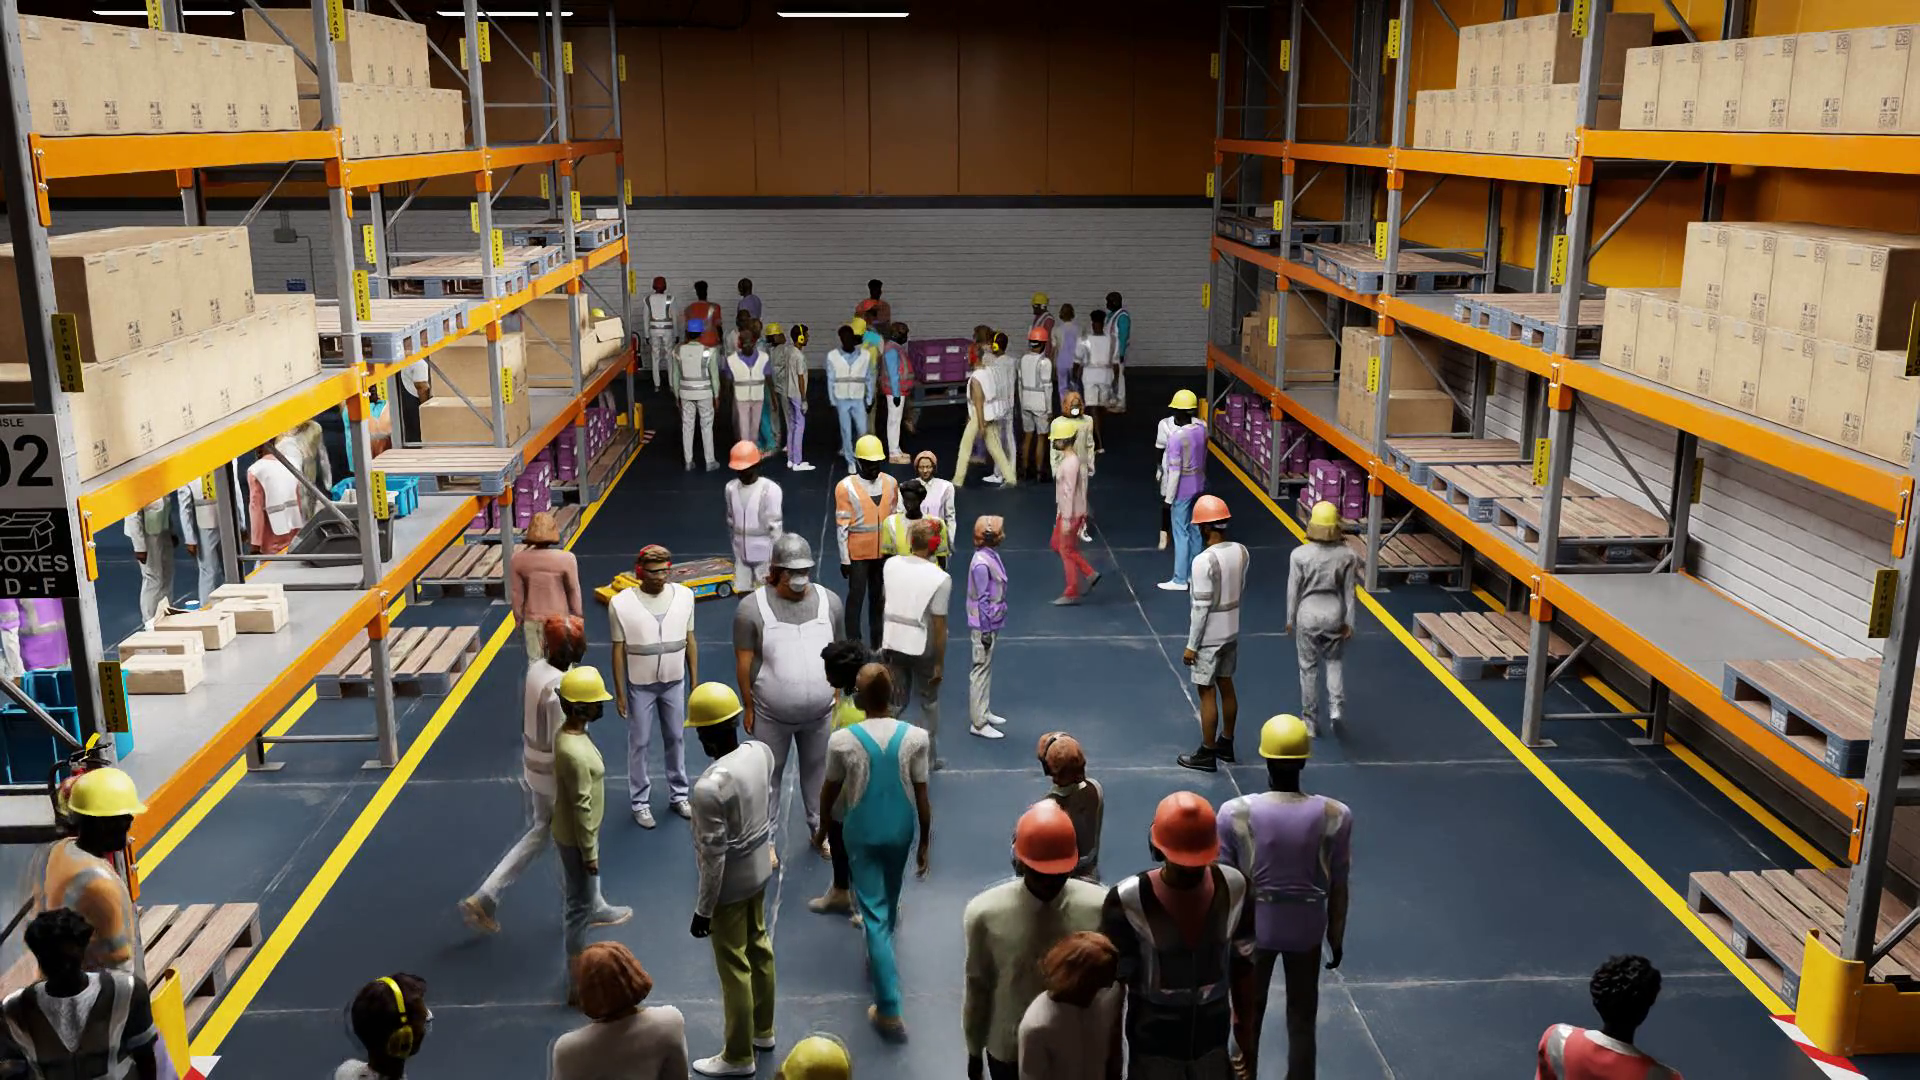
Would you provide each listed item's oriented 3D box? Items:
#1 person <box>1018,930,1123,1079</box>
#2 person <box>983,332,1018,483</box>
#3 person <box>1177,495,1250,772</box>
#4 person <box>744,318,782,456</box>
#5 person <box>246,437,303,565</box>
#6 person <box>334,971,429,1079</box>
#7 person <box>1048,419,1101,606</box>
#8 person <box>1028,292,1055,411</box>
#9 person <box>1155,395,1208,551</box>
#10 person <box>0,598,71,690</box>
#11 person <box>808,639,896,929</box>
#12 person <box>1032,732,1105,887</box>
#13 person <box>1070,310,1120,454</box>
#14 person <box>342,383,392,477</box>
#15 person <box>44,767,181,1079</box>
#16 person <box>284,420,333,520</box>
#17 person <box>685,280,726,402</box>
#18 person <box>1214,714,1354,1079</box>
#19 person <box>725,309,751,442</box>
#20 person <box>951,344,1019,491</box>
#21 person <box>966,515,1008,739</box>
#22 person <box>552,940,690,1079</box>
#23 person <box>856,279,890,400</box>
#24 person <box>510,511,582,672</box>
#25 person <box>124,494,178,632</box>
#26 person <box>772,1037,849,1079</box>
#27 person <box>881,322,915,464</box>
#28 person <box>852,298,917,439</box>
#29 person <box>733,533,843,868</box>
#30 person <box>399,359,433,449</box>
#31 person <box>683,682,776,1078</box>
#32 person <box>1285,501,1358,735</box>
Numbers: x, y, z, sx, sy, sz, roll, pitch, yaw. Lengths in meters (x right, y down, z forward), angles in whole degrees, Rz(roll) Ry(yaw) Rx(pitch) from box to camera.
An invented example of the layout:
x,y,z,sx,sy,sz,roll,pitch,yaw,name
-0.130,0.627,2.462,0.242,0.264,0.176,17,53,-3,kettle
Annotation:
x,y,z,sx,sy,sz,roll,pitch,yaw,name
0.415,2.150,6.186,0.513,1.579,0.853,-9,17,-32,person
0.507,-1.628,20.478,0.509,1.860,0.333,-13,19,-42,person
1.722,0.640,11.432,0.373,1.928,0.543,13,19,41,person
-2.631,-2.011,22.067,0.576,1.849,0.523,-2,14,-9,person
-5.847,-0.068,14.260,0.411,1.906,0.603,4,15,14,person
-1.751,2.243,5.290,0.553,1.850,0.522,13,19,42,person
1.021,-0.246,15.249,0.450,1.748,0.541,1,14,3,person
1.250,-2.881,25.474,0.403,1.824,0.604,-4,15,-15,person
2.288,-0.718,17.220,0.540,1.696,0.317,1,14,4,person
-5.990,0.773,10.909,0.368,1.929,0.542,4,15,15,person
-0.637,1.352,9.149,0.612,1.666,0.536,-2,14,-7,person
0.496,1.695,7.871,0.314,1.636,0.515,12,19,39,person
1.835,-2.149,22.448,0.626,1.903,1.055,-2,14,-8,person
-6.053,-0.822,17.220,0.584,1.911,0.391,-12,19,-39,person
-3.569,1.840,6.846,0.999,1.875,0.598,-10,17,-33,person
-6.444,-0.539,16.198,0.608,1.863,1.046,-13,19,-42,person
-3.986,-3.090,26.049,0.650,1.939,0.500,4,15,14,person
1.404,1.692,7.322,0.589,1.920,0.390,2,14,7,person
-2.997,-2.285,23.097,0.504,1.840,0.340,-6,16,-24,person
0.274,-1.455,19.942,0.943,1.797,0.557,5,15,20,person
0.196,0.617,12.102,0.307,1.637,0.525,1,14,5,person
-1.227,2.178,6.006,0.490,1.616,0.399,-12,19,-39,person
-1.346,-3.131,26.185,0.603,1.956,0.381,-8,17,-30,person
-3.022,0.595,12.197,0.507,1.630,0.268,0,14,-1,person
-6.875,-0.040,14.146,0.396,1.909,0.599,0,14,0,person
-0.489,2.326,5.237,0.503,1.713,0.385,3,15,10,person
-0.806,-1.921,21.671,0.429,1.837,0.621,0,14,0,person
-1.027,-2.348,23.072,0.941,1.996,0.656,8,16,27,person
-0.981,0.959,9.956,0.679,2.000,0.537,-6,15,-21,person
-6.535,-1.647,20.185,0.535,2.000,0.683,-11,18,-37,person
-1.079,1.580,7.762,0.380,1.918,0.585,5,15,20,person
2.612,0.572,12.089,0.486,1.733,0.364,0,14,0,person
